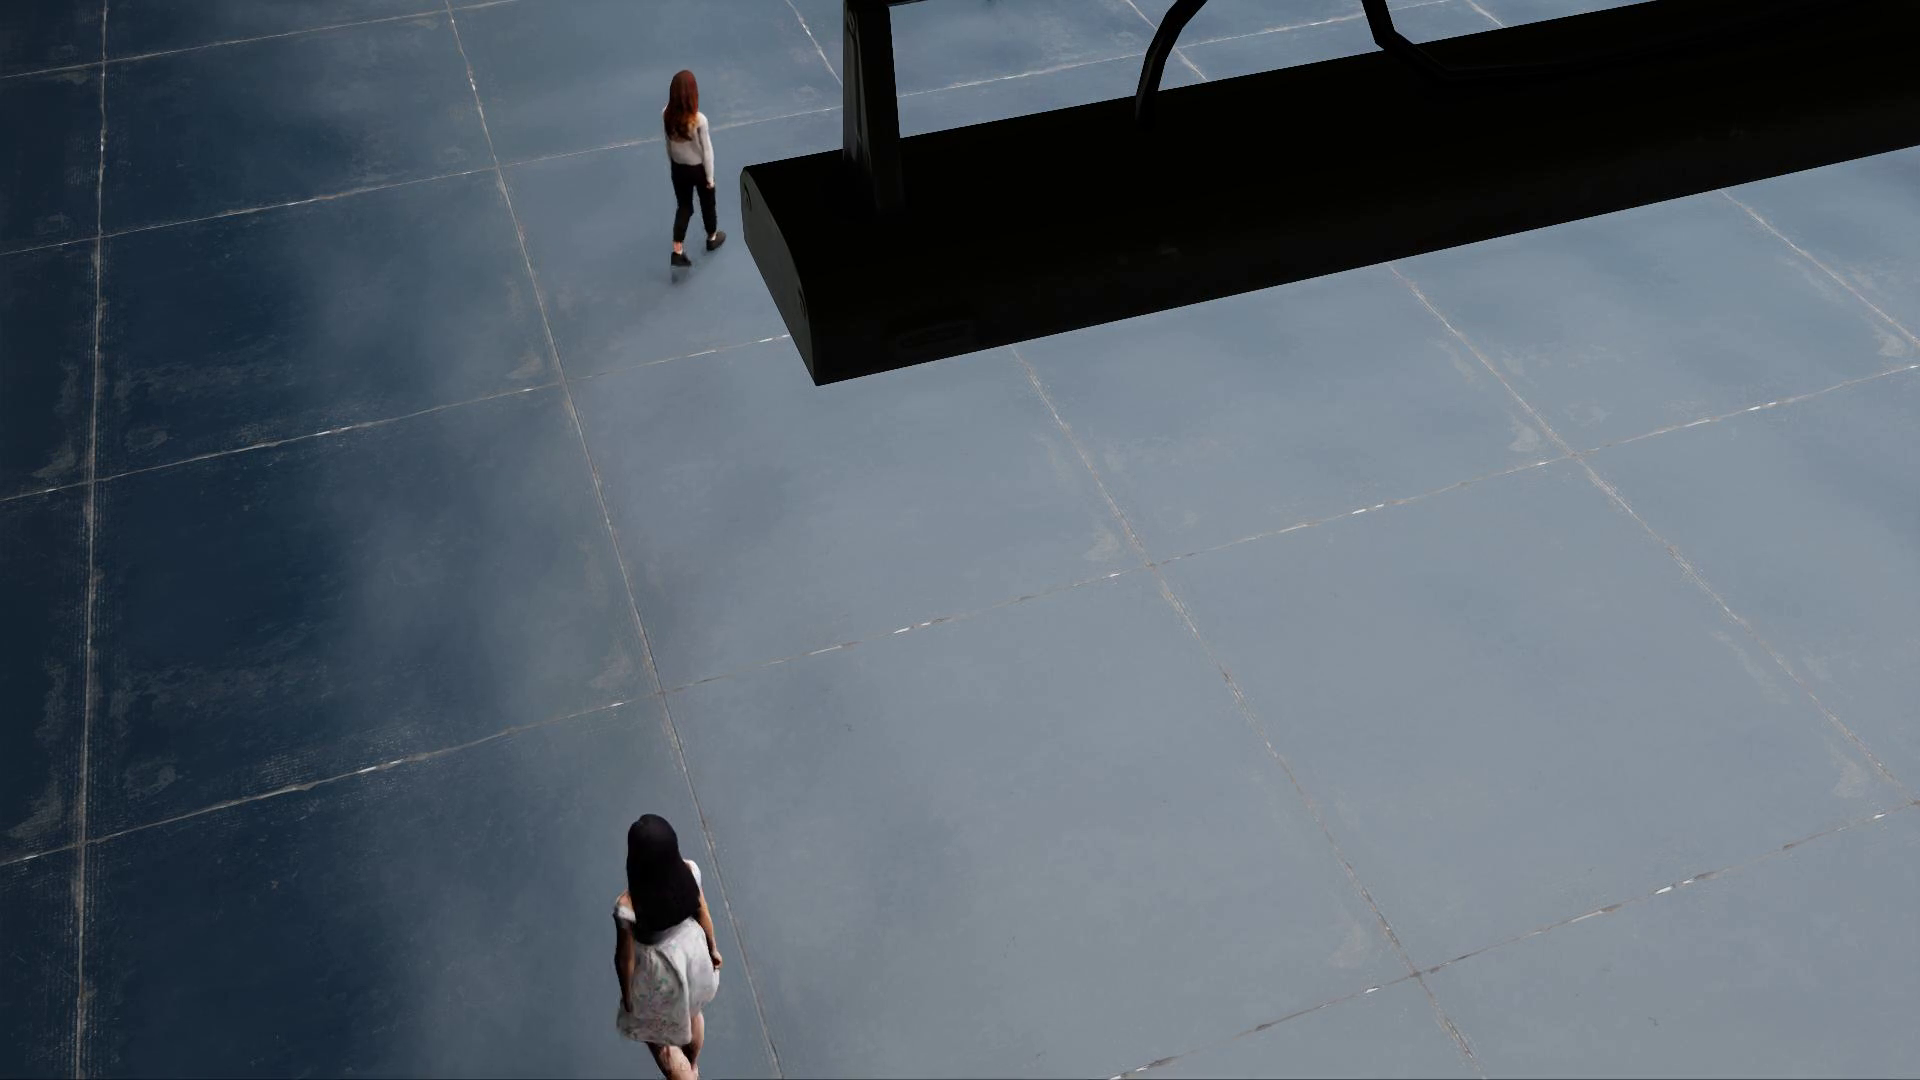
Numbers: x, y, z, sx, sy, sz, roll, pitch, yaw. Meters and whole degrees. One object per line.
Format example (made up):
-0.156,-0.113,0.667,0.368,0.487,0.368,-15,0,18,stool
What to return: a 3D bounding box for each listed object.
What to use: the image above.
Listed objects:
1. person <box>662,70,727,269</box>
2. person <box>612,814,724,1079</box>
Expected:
-1.963,-2.611,11.875,0.877,1.464,0.979,13,45,13,person
-1.172,1.829,6.911,0.809,1.750,0.945,-33,52,-30,person
